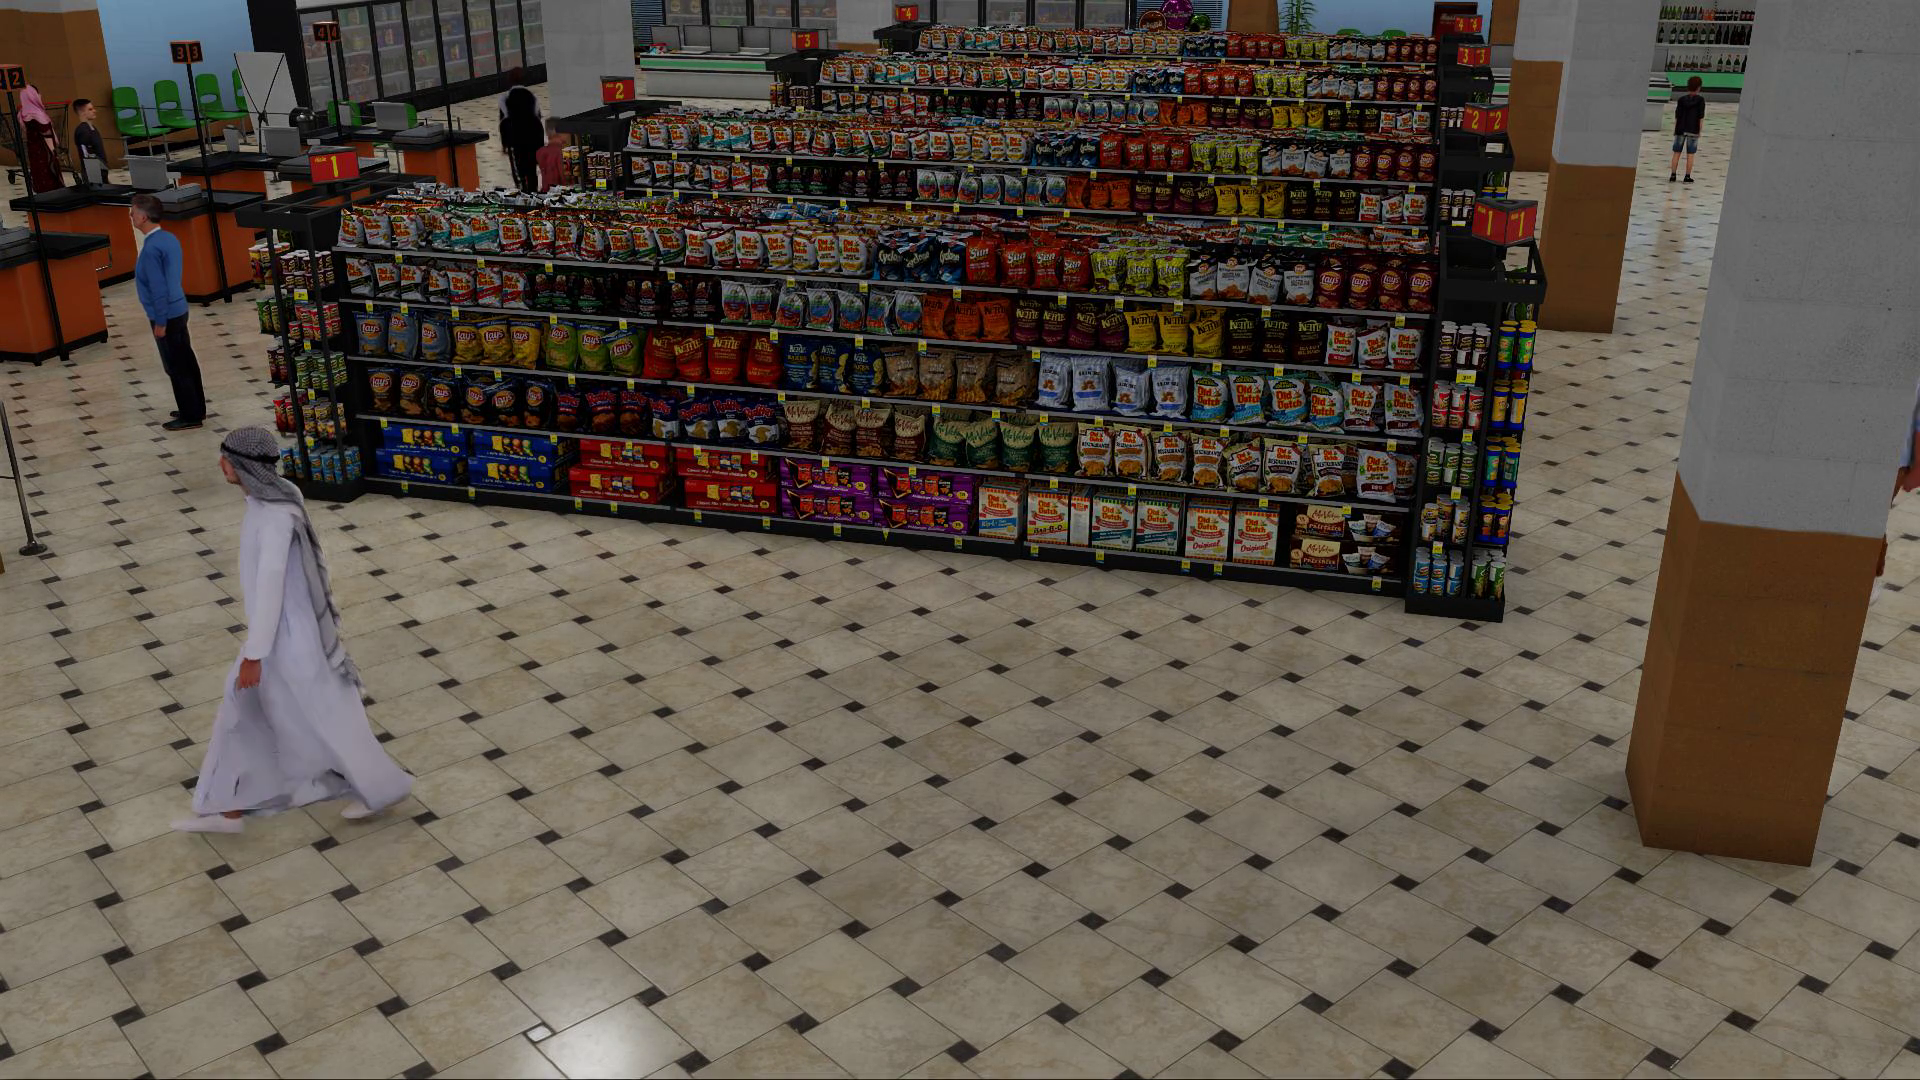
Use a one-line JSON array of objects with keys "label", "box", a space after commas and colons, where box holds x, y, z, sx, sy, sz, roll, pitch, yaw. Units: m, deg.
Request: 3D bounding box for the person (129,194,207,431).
[{"label": "person", "box": [-6.103, -1.763, 12.819, 0.711, 1.818, 0.740, -3, 22, -8]}]

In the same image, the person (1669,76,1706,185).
[{"label": "person", "box": [10.098, -5.691, 23.085, 0.546, 1.451, 0.658, 14, 26, 31]}]

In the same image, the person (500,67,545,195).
[{"label": "person", "box": [-5.470, -4.968, 20.821, 0.975, 1.798, 1.032, -13, 25, -30]}]

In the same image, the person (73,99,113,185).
[{"label": "person", "box": [-9.550, -3.976, 18.396, 0.726, 1.764, 0.719, -6, 23, -15]}]

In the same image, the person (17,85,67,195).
[{"label": "person", "box": [-11.421, -4.835, 20.704, 0.669, 1.638, 0.803, 15, 26, 33]}]

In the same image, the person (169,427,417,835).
[{"label": "person", "box": [-2.831, 0.437, 7.266, 1.279, 1.875, 1.246, -13, 25, -29]}]

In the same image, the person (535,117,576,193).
[{"label": "person", "box": [-4.071, -3.264, 16.571, 1.081, 1.804, 1.056, 20, 30, 41]}]

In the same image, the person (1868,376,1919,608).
[{"label": "person", "box": [5.390, -0.517, 9.725, 0.874, 1.811, 0.807, -13, 25, -30]}]
